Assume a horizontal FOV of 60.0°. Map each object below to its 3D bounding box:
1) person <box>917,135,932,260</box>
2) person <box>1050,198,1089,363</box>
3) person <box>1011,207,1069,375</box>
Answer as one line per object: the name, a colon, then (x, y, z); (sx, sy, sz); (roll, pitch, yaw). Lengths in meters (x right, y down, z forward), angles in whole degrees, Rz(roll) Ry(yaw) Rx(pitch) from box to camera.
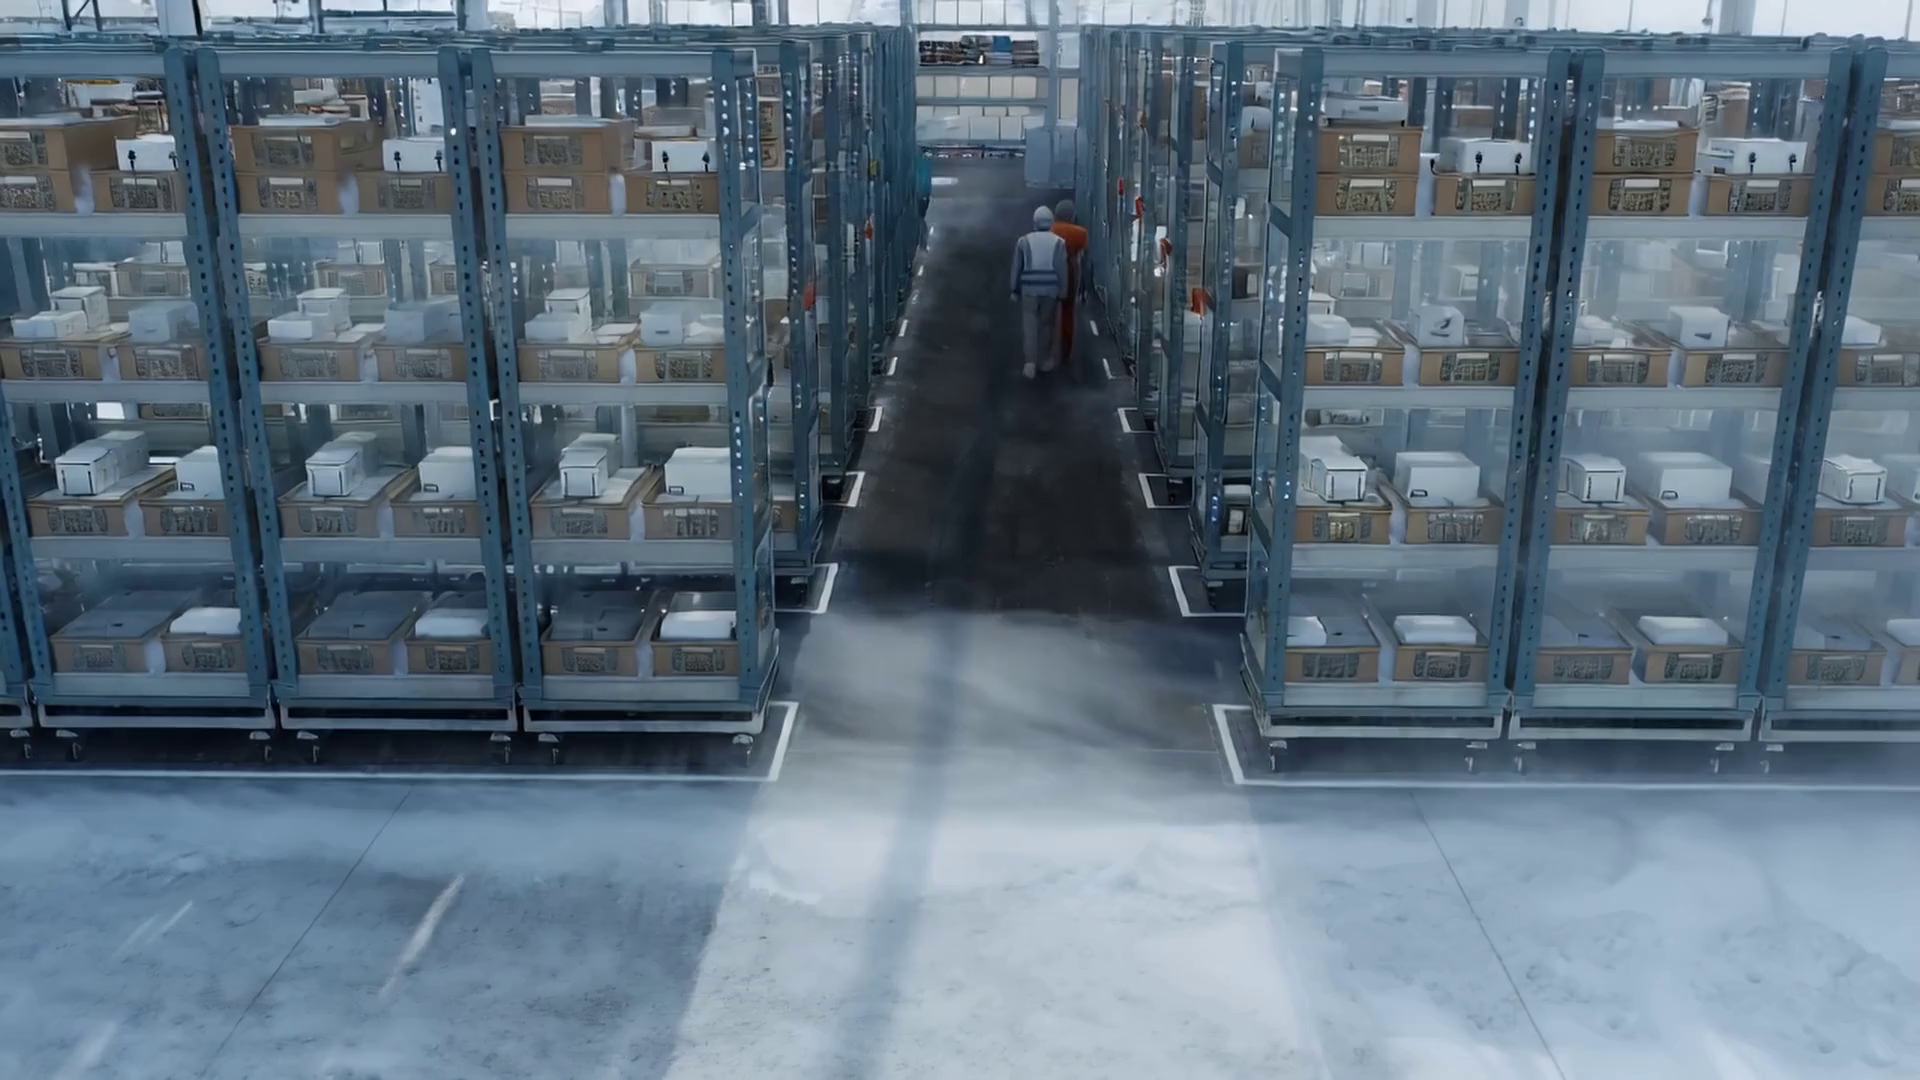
person: (-0.746, -5.532, 26.801); (0.601, 1.959, 1.002); (-5, 18, -16)
person: (1.146, -2.908, 18.675); (0.574, 1.815, 0.819); (1, 17, 3)
person: (0.864, -2.693, 18.036); (0.611, 1.784, 0.874); (0, 17, 1)
